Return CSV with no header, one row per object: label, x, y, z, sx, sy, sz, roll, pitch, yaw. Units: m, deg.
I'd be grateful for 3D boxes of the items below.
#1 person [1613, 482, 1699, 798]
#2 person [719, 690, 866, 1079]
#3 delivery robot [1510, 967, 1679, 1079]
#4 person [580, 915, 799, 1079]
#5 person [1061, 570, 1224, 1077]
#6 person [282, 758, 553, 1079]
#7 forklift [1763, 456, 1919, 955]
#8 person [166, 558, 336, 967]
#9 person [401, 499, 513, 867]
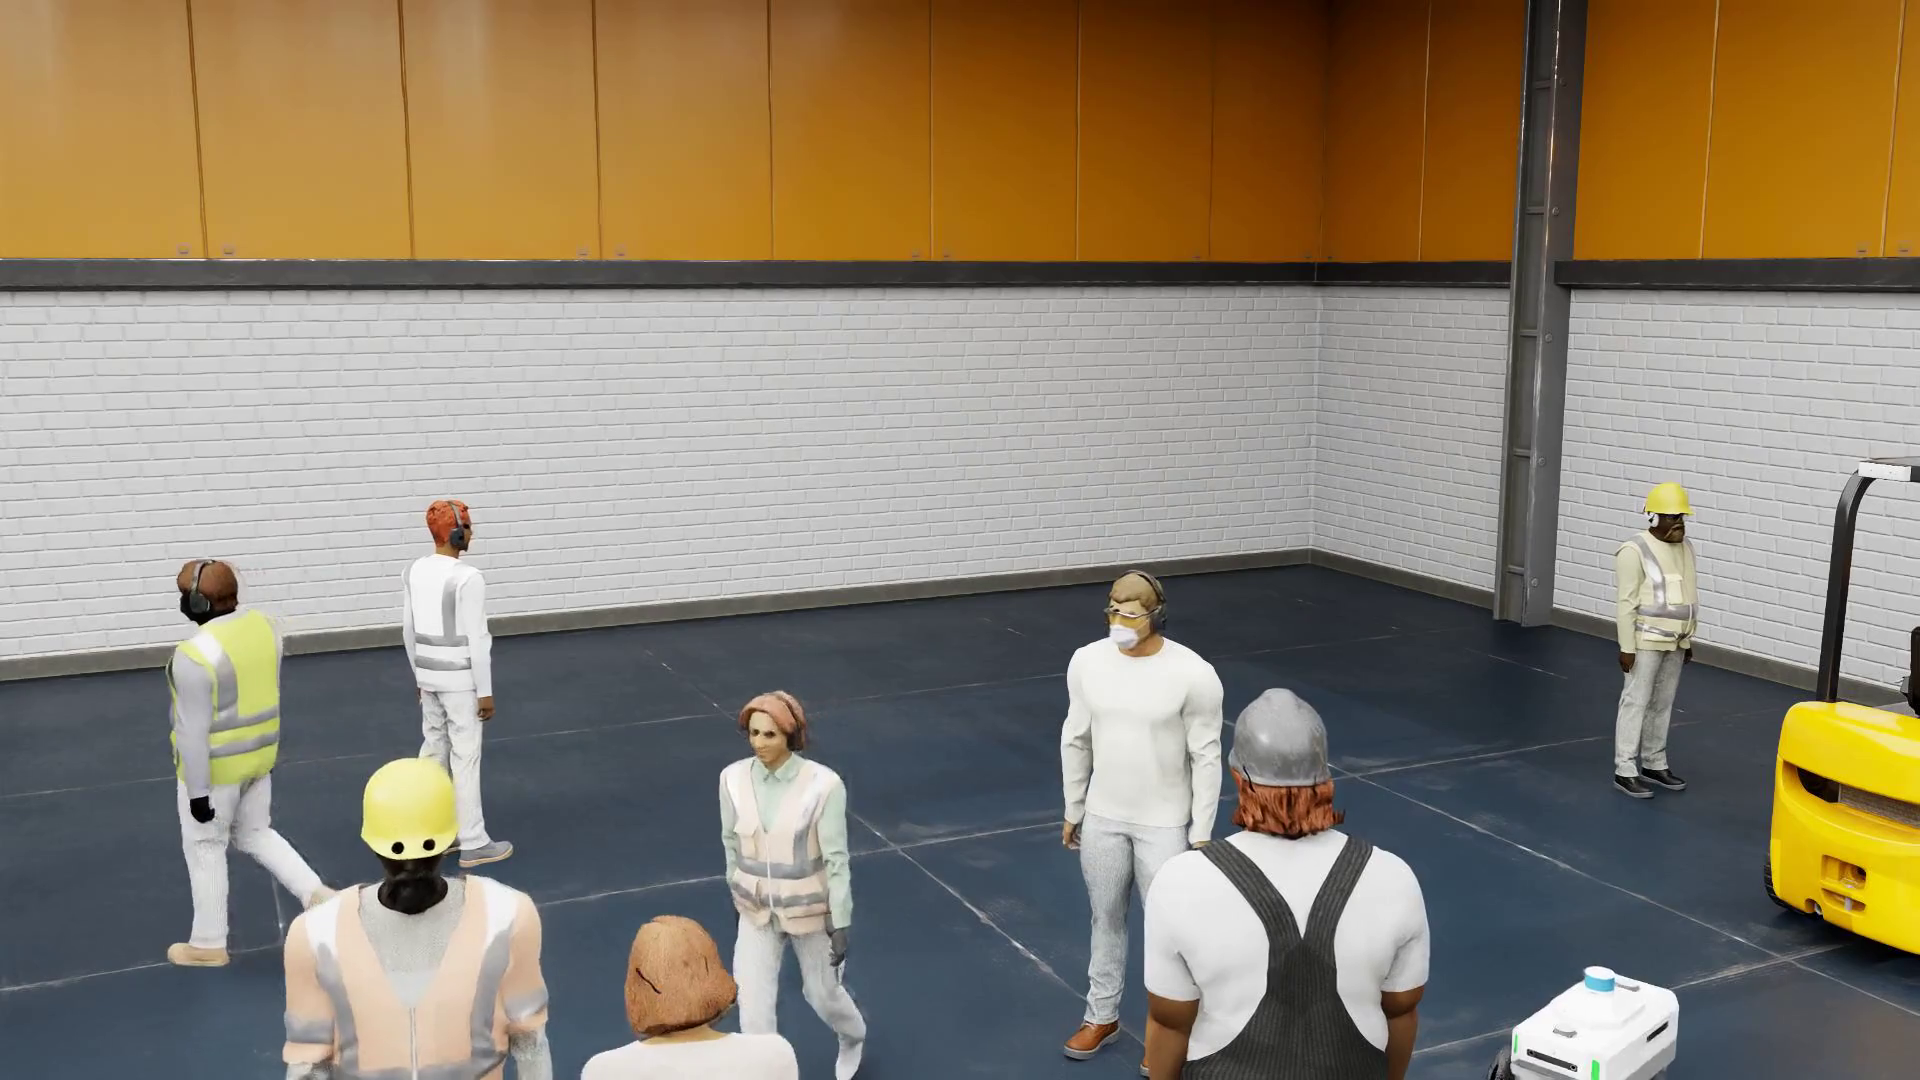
person,4.059,0.572,9.666,0.603,1.830,0.404,-5,11,-30
person,-0.574,1.291,5.887,0.531,1.605,0.796,3,10,19
delivery robot,2.267,1.765,5.923,0.707,0.478,0.477,-9,13,-44
person,-0.604,1.631,3.794,0.493,1.597,0.763,0,9,-1
person,0.672,1.060,6.309,0.635,1.936,0.353,5,11,29
person,-1.280,1.447,3.960,0.606,1.917,0.503,-2,9,-13
forklift,4.857,0.731,7.561,2.313,2.155,1.214,-4,10,-25
person,-3.117,0.974,7.198,0.704,1.824,0.634,3,10,16
person,-2.603,0.730,8.529,0.574,1.882,0.358,6,11,34
